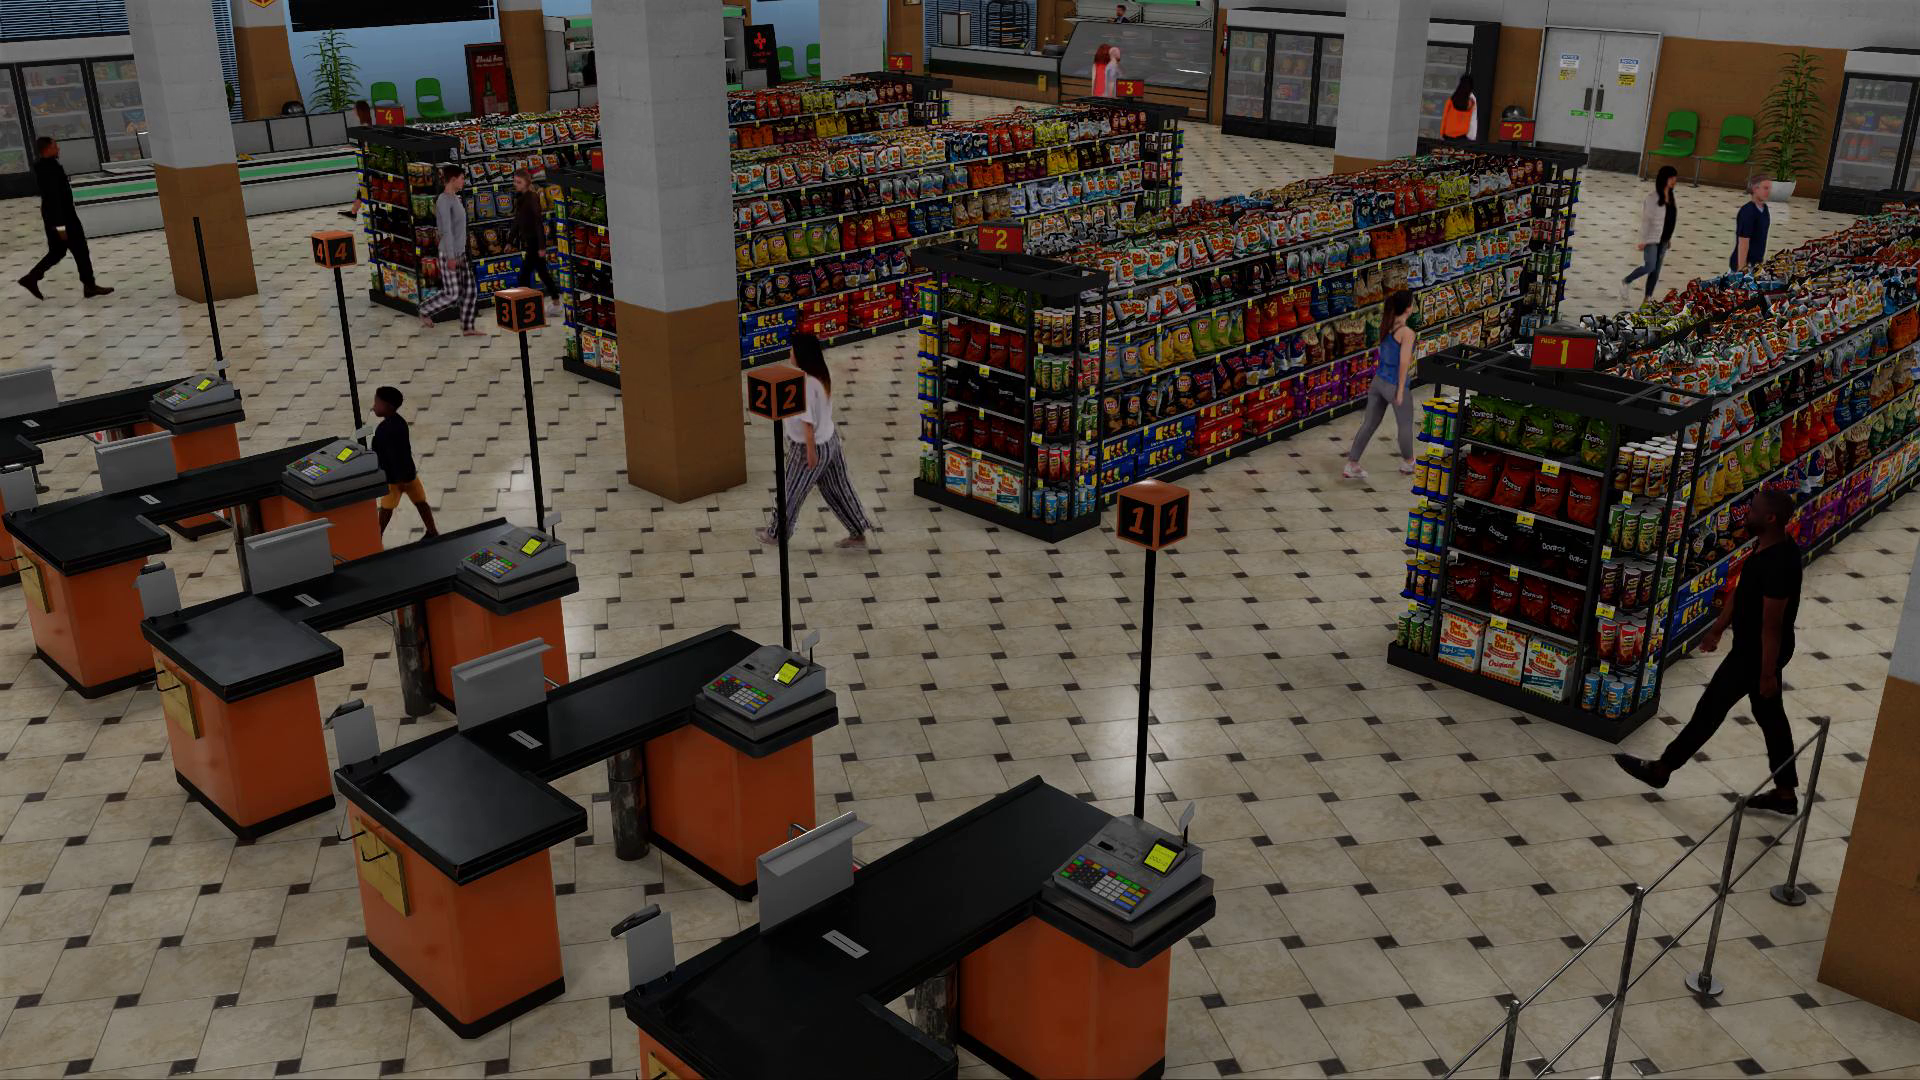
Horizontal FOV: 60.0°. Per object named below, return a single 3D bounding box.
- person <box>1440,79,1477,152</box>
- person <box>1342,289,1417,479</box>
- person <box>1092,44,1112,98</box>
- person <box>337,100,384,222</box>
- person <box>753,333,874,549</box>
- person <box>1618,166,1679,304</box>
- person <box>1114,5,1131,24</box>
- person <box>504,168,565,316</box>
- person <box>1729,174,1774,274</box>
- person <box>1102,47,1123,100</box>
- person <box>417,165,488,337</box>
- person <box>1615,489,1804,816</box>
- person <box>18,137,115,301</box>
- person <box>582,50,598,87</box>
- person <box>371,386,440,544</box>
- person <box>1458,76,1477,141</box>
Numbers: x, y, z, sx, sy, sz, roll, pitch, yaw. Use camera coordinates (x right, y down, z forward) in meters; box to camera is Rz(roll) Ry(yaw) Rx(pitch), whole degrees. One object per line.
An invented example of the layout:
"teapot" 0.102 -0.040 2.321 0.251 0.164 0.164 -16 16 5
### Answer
"person" 7.750 -6.265 25.872 0.820 1.720 0.871 0 22 0
"person" 3.432 -1.212 13.499 1.118 1.569 0.766 -12 25 -27
"person" 2.606 -8.071 30.221 0.672 1.827 0.680 5 22 13
"person" -8.289 -5.346 23.632 1.187 1.684 0.913 -8 23 -19
"person" -0.979 -0.662 12.046 1.105 1.631 1.195 6 23 14
"person" 7.903 -3.474 19.052 0.782 1.626 0.779 -13 26 -30
"person" 3.717 -11.424 38.515 0.614 1.867 0.570 20 29 41
"person" -4.671 -3.293 18.534 0.976 1.677 0.798 -10 24 -22
"person" 8.084 -2.833 17.129 0.721 1.870 0.473 20 29 40
"person" 2.620 -7.818 29.632 1.244 1.798 1.114 -3 22 -6
"person" -5.497 -3.057 17.767 1.068 1.810 1.032 2 22 5
"person" 4.246 0.626 8.650 0.979 1.774 1.183 10 24 24
"person" -10.513 -3.688 19.251 1.182 1.874 0.694 -19 29 -39
"person" -6.640 -7.885 29.887 0.812 1.732 1.085 14 26 30
"person" -4.048 -0.506 12.181 0.909 1.241 0.864 1 22 2
"person" 7.936 -6.320 25.967 0.848 1.750 0.756 10 24 24
